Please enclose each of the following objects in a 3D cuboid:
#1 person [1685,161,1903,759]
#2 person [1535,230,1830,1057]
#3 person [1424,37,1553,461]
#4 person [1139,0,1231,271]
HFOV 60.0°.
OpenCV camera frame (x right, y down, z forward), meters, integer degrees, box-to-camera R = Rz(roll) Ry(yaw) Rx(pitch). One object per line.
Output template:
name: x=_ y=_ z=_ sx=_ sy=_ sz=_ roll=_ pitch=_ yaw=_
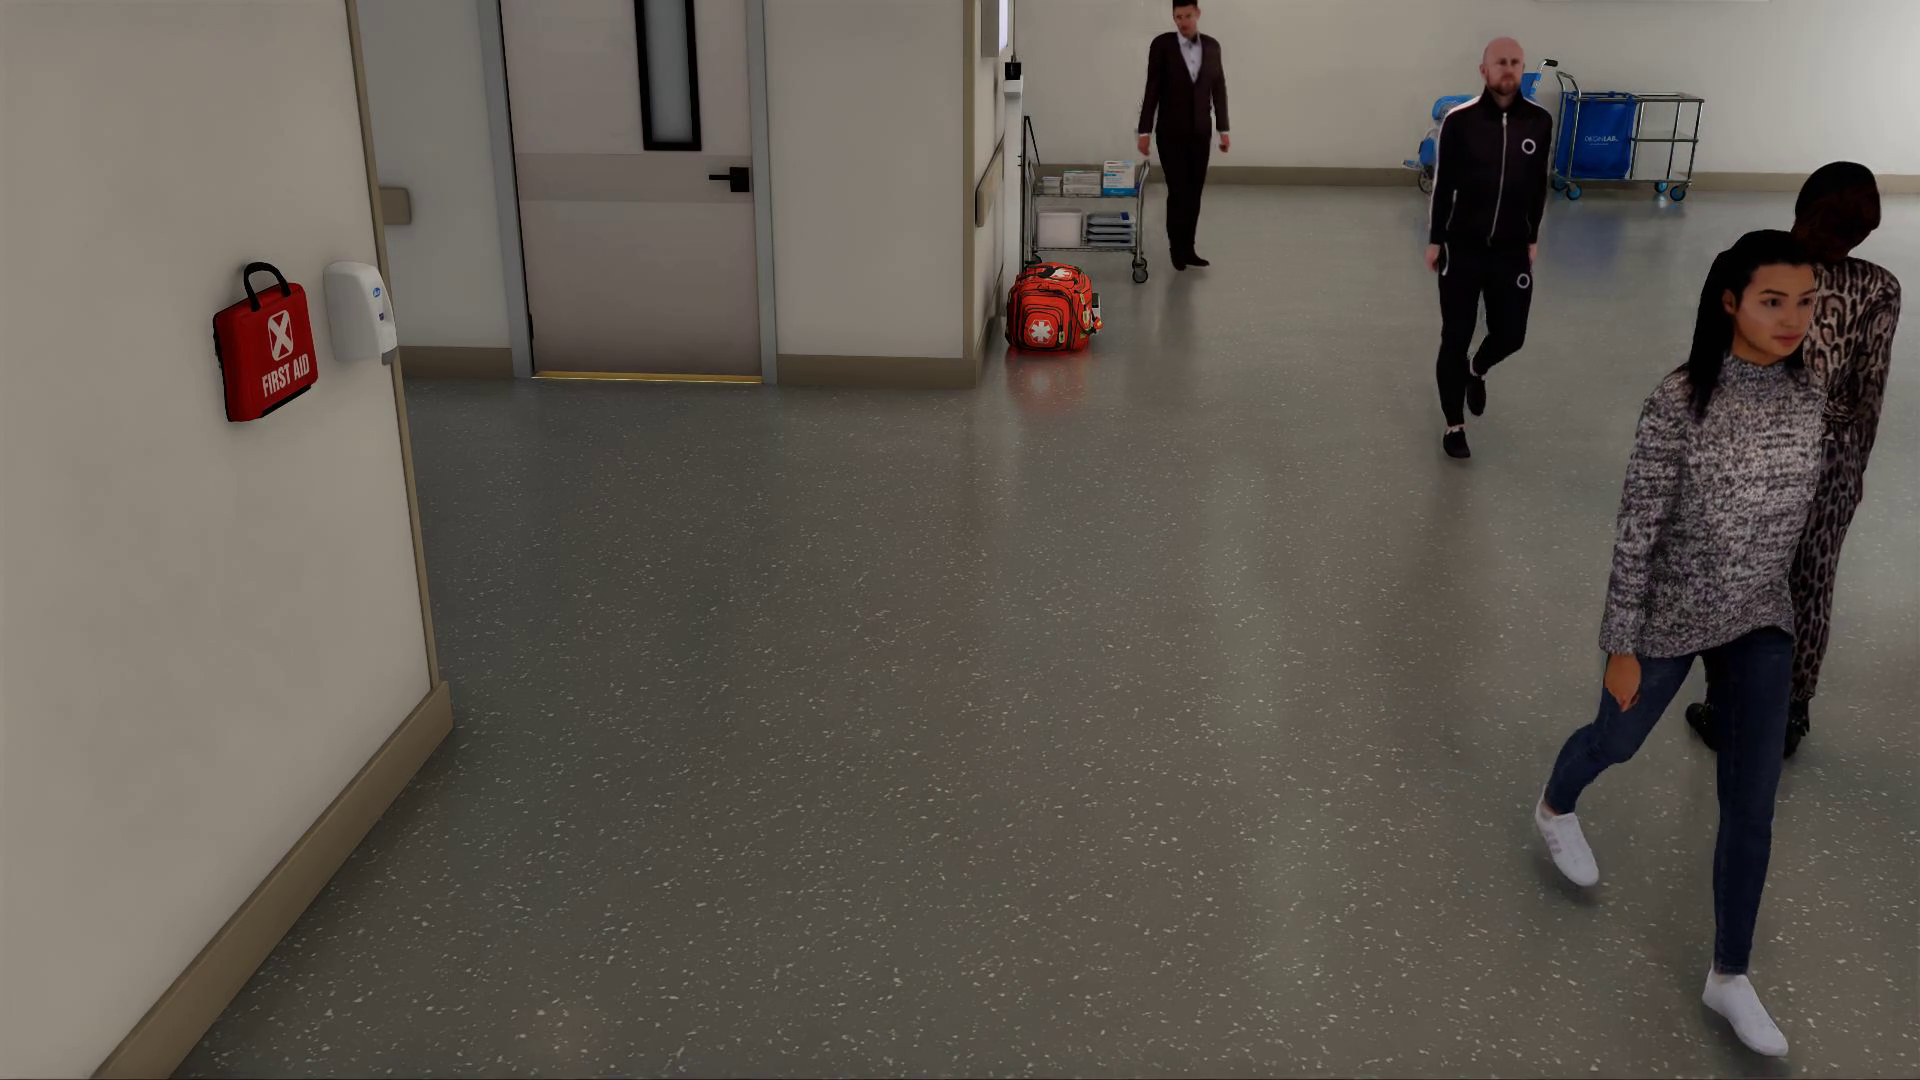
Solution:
person: x=2.345 y=-0.207 z=4.698 sx=0.621 sy=1.713 sz=0.621 roll=6 pitch=22 yaw=15
person: x=1.603 y=0.167 z=3.745 sx=0.810 sy=1.689 sz=1.225 roll=-2 pitch=21 yaw=-6
person: x=2.302 y=-1.291 z=7.407 sx=0.683 sy=1.822 sz=0.765 roll=1 pitch=21 yaw=2
person: x=1.481 y=-2.770 z=11.283 sx=0.861 sy=1.841 sz=0.811 roll=-8 pitch=22 yaw=-19
